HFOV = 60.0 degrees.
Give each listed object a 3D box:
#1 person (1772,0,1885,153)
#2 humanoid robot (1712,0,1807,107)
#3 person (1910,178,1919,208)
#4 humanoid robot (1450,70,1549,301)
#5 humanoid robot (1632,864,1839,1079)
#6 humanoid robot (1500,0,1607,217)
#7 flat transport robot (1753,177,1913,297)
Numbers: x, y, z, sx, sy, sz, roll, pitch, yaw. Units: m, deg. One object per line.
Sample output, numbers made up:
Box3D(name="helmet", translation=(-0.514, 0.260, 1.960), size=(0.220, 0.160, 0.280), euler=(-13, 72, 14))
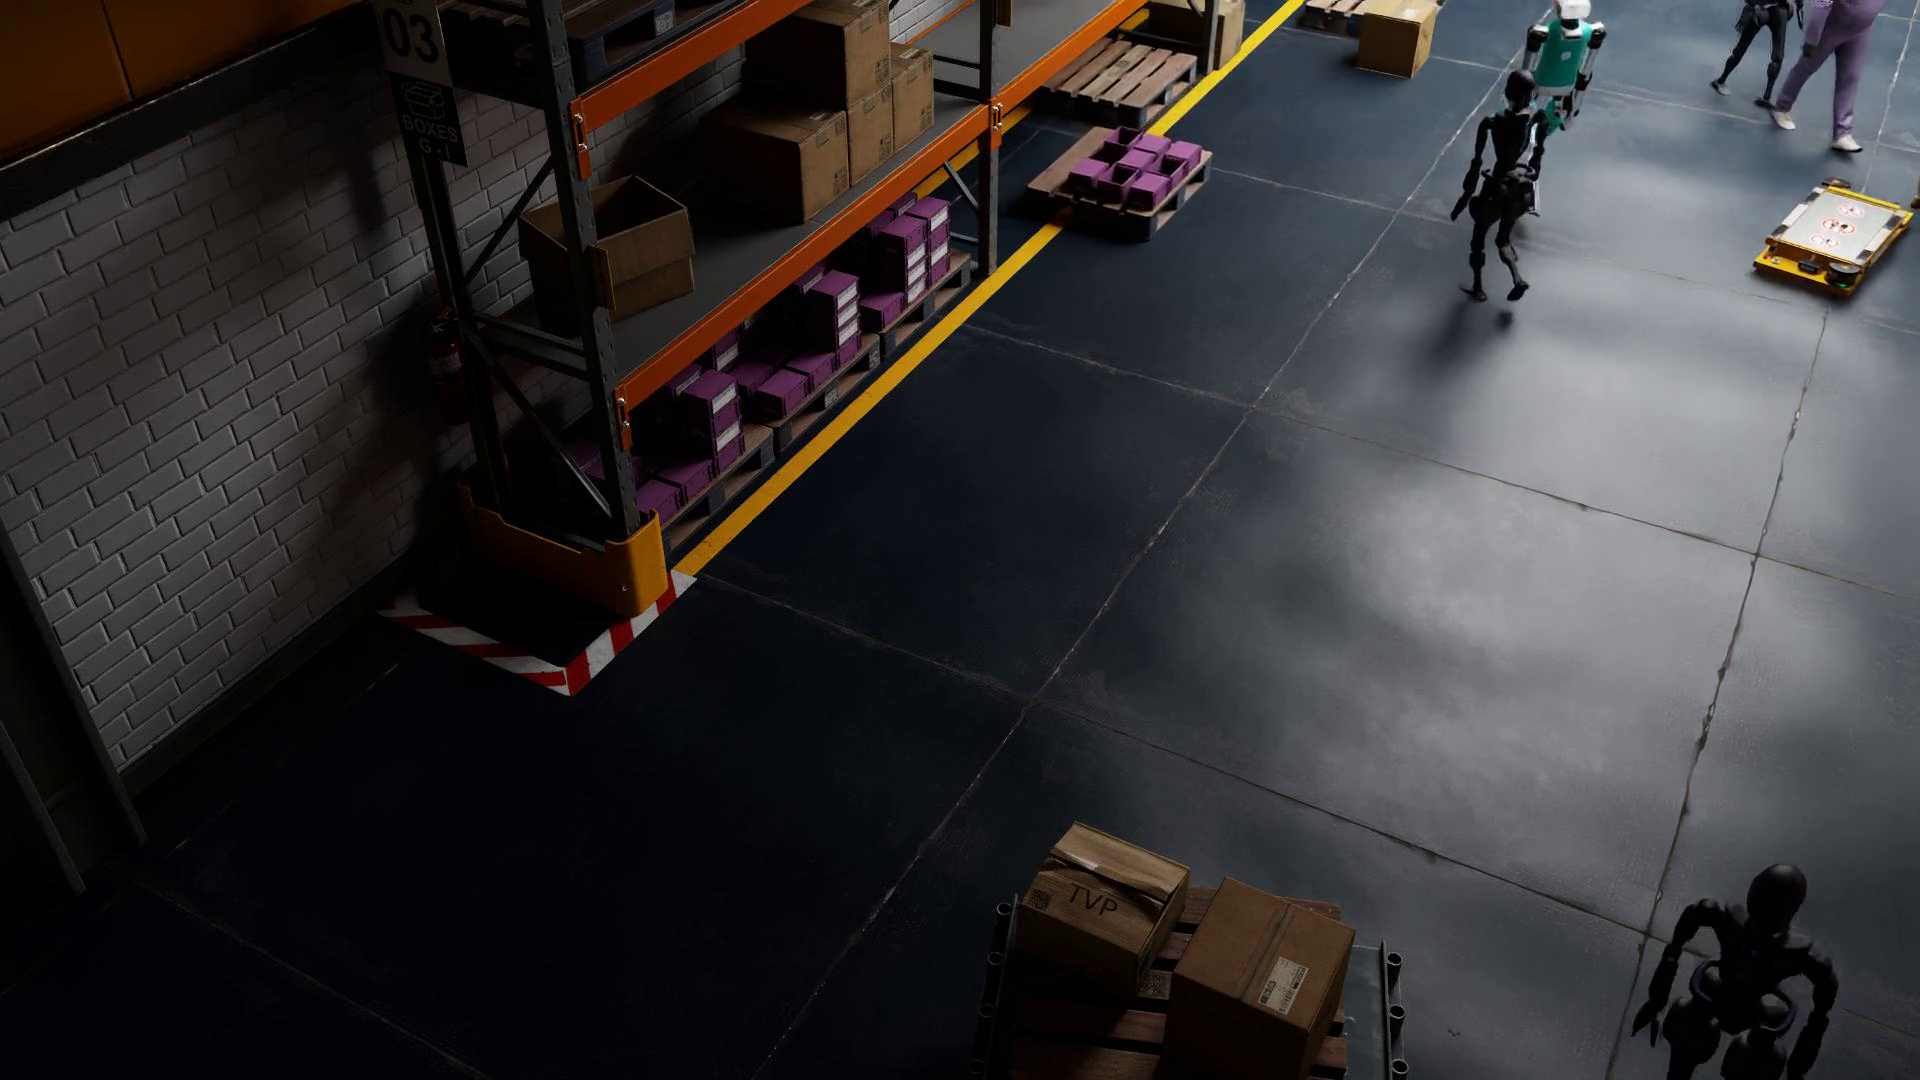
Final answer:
Box3D(name="person", translation=(6.872, -3.963, 12.927), size=(0.664, 1.835, 0.949), euler=(-6, 39, -8))
Box3D(name="humanoid robot", translation=(6.652, -4.368, 13.578), size=(0.585, 1.624, 0.713), euler=(-10, 40, -12))
Box3D(name="person", translation=(7.367, -3.221, 11.947), size=(0.358, 1.896, 0.568), euler=(-27, 46, -29))
Box3D(name="humanoid robot", translation=(3.594, -2.270, 10.943), size=(0.611, 1.644, 0.533), euler=(-13, 40, -16))
Box3D(name="humanoid robot", translation=(2.770, 1.749, 5.942), size=(0.616, 1.656, 0.503), euler=(26, 46, 29))
Box3D(name="humanoid robot", translation=(4.160, -3.183, 11.994), size=(0.532, 1.688, 1.004), euler=(-2, 39, -2))
Box3D(name="flat transport robot", translation=(6.302, -2.191, 11.959), size=(0.659, 0.231, 1.431), euler=(28, 46, 30))
